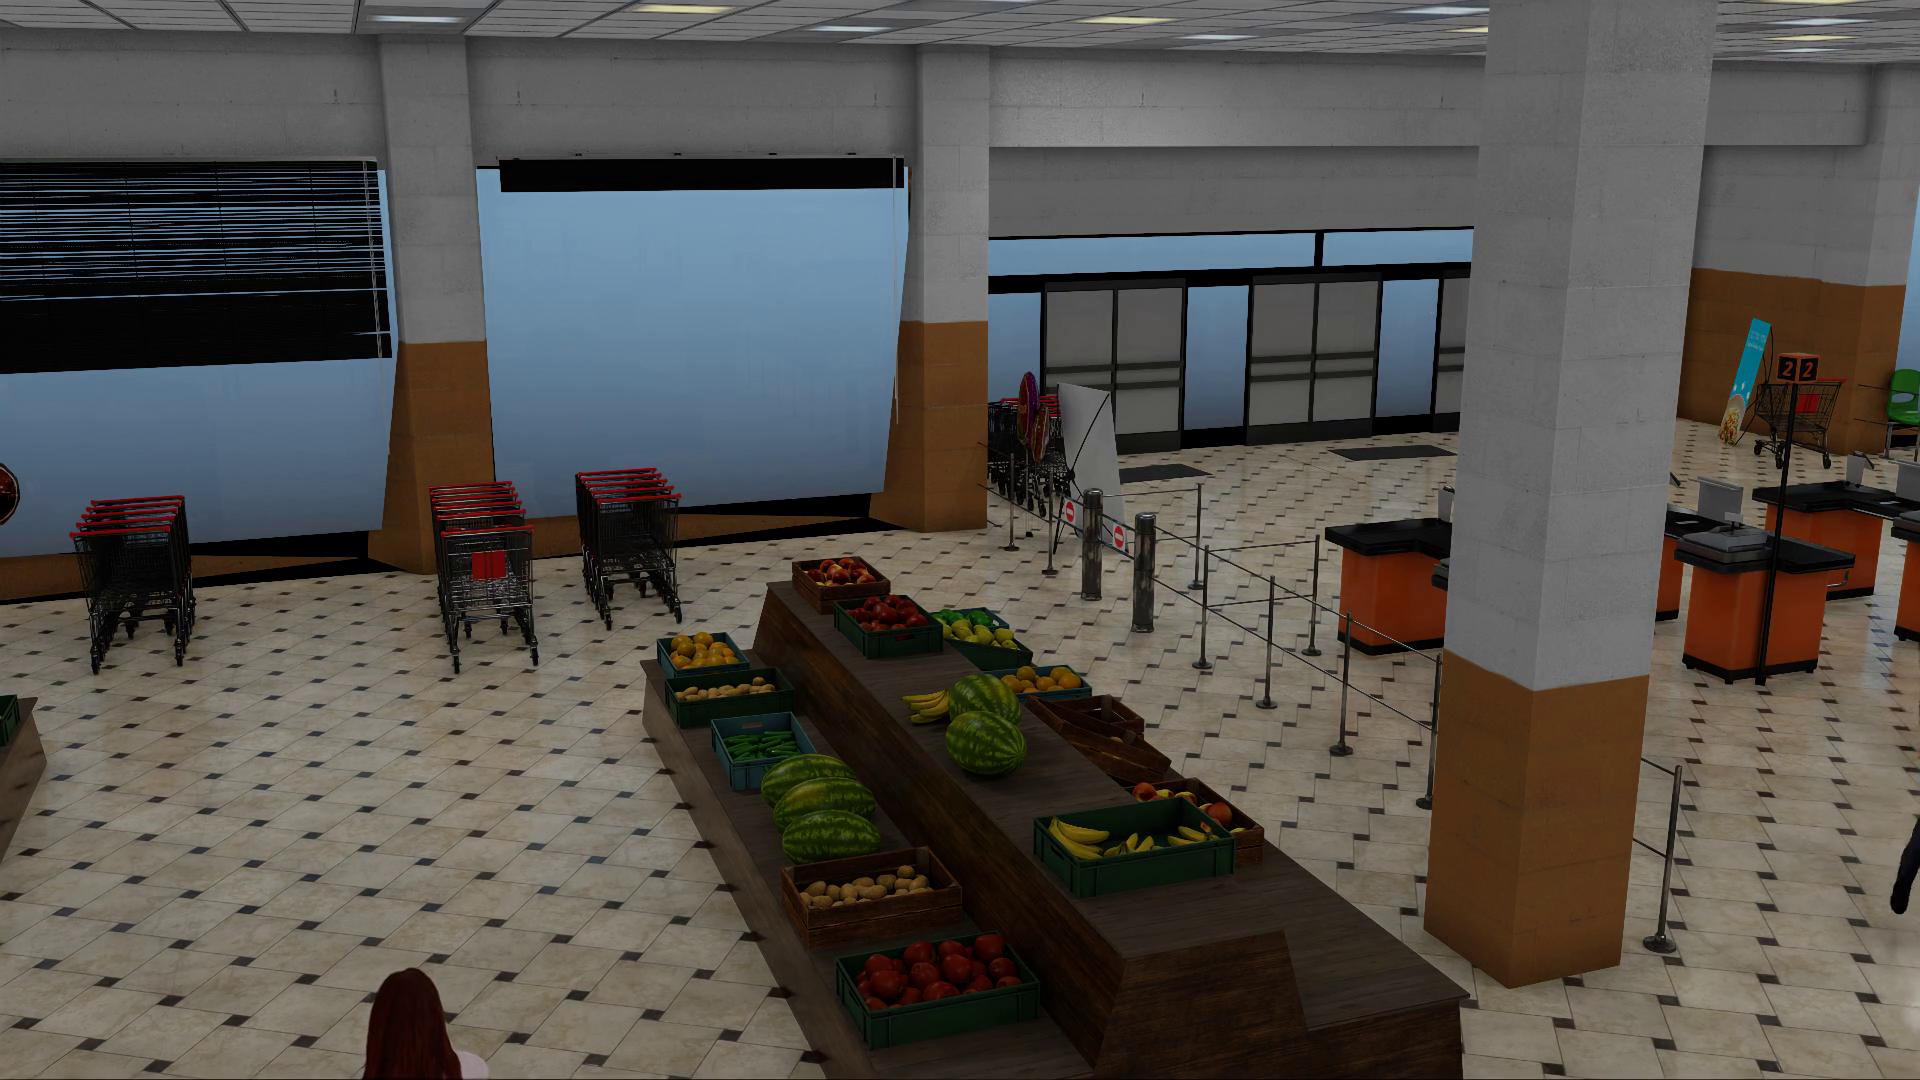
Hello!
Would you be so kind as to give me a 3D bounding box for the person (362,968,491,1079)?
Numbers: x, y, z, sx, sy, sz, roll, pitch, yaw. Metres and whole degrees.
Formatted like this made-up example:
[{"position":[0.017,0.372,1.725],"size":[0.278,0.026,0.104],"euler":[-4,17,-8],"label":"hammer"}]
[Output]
[{"position":[-1.596,2.104,4.986],"size":[0.652,1.760,0.600],"euler":[-10,17,-36],"label":"person"}]
